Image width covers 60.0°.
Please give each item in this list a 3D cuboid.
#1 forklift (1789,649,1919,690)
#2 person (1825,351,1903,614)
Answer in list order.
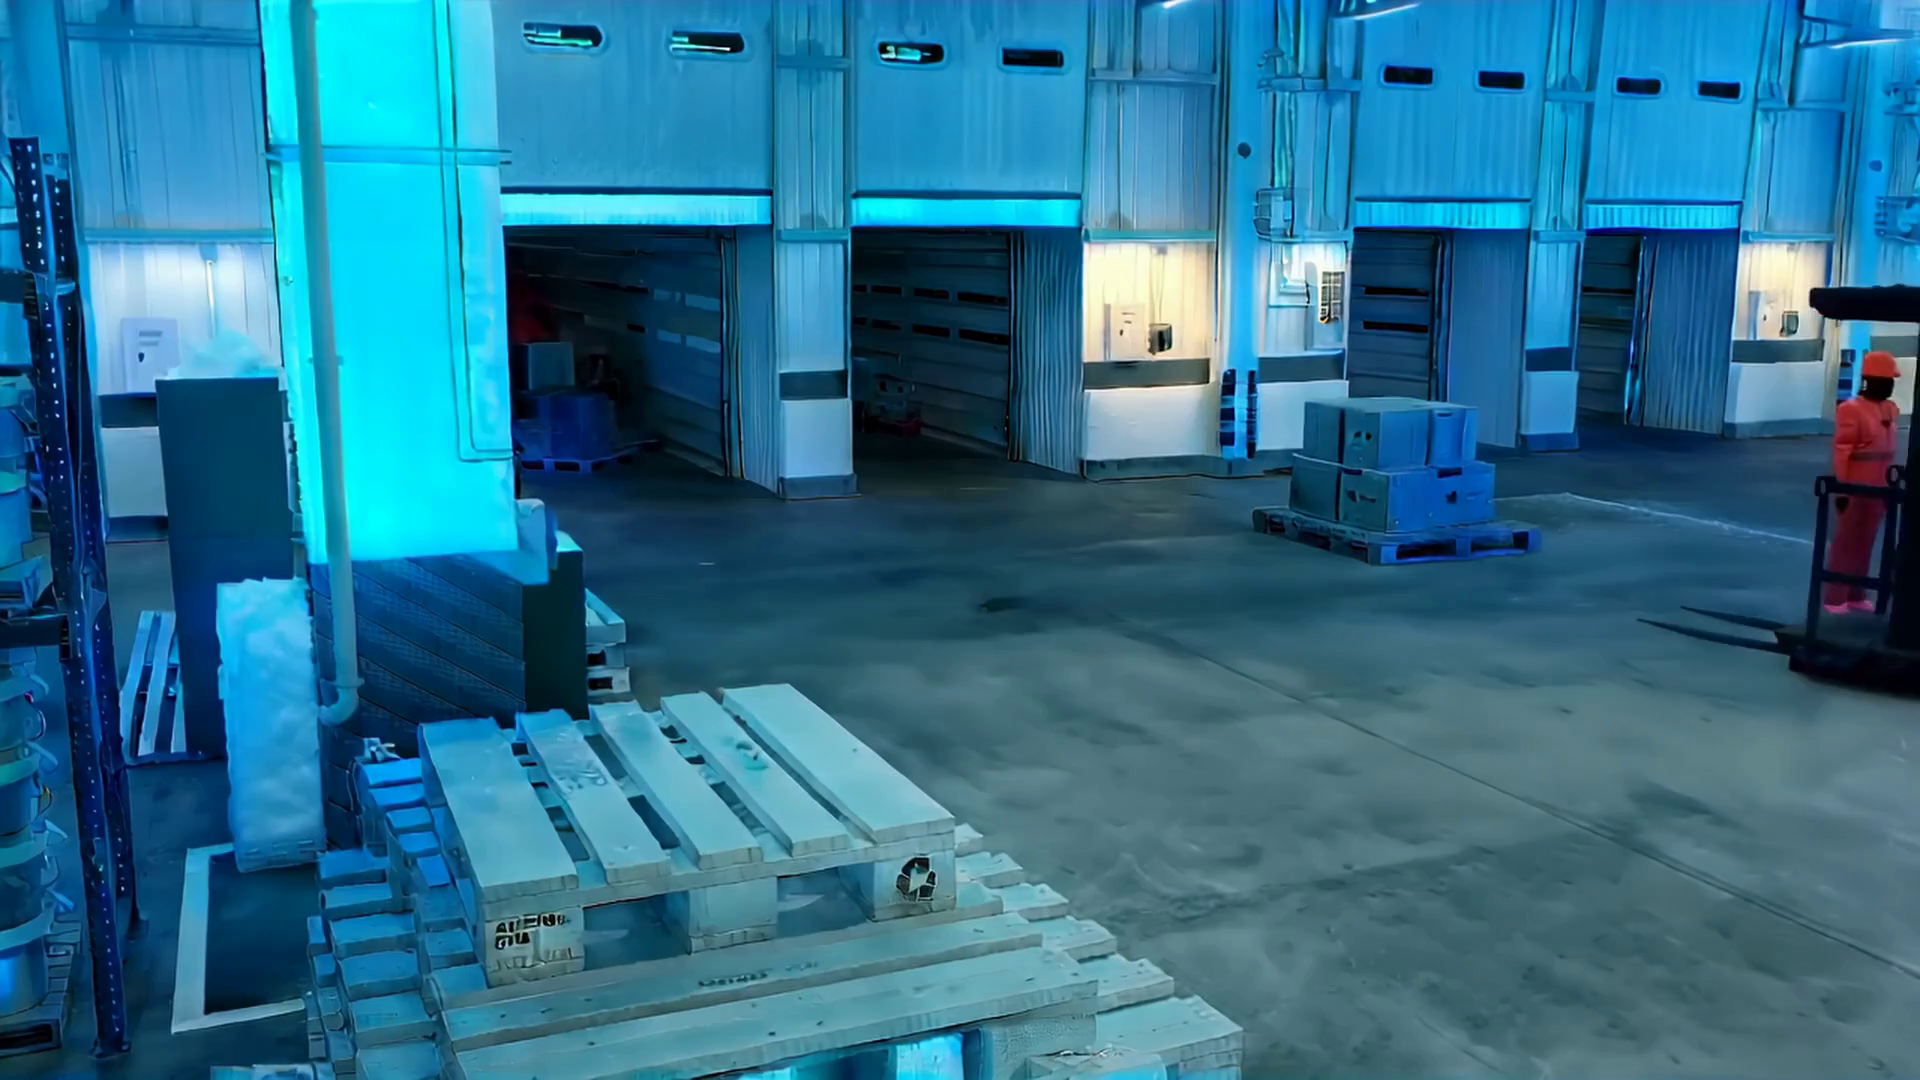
[{"bbox_3d":[6.205,-0.471,9.782,1.129,2.768,1.873,-8,13,-38],"label":"forklift"},{"bbox_3d":[6.544,-0.398,12.007,0.585,1.928,0.365,-5,11,-25],"label":"person"}]
